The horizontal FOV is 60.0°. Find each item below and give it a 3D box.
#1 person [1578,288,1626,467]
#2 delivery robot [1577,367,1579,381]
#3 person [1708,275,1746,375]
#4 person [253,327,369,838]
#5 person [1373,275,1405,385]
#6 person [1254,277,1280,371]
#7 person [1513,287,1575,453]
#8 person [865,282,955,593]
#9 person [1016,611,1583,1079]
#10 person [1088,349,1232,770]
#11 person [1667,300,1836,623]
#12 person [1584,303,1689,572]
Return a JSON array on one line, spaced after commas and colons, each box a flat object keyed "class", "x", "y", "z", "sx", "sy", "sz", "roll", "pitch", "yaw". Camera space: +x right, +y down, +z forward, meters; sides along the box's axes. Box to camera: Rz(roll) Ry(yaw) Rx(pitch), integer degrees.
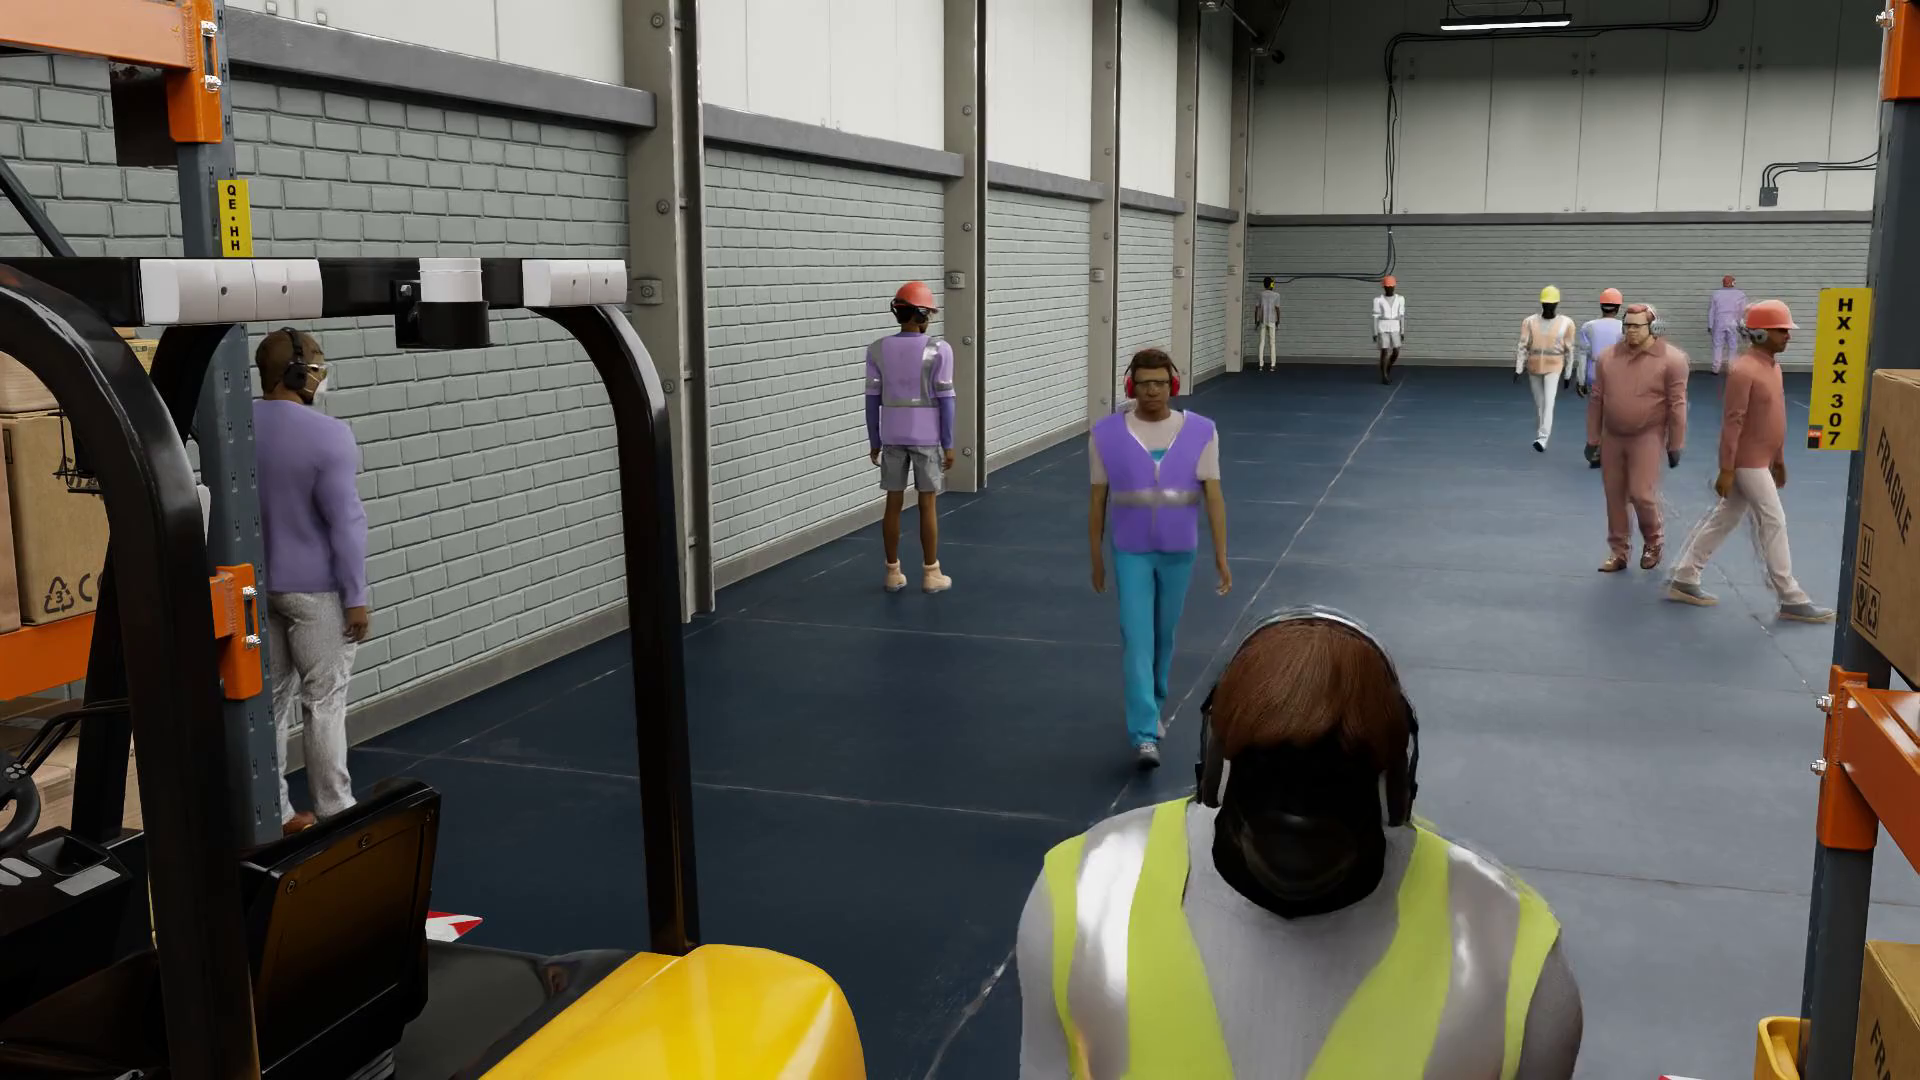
[{"class": "person", "x": 6.889, "y": -1.735, "z": 17.737, "sx": 0.562, "sy": 1.893, "sz": 0.997, "roll": 6, "pitch": 11, "yaw": 31}, {"class": "delivery robot", "x": 10.394, "y": -2.721, "z": 27.282, "sx": 0.477, "sy": 0.478, "sz": 0.707, "roll": 0, "pitch": 10, "yaw": 1}, {"class": "person", "x": 14.594, "y": -4.088, "z": 31.701, "sx": 0.643, "sy": 1.903, "sz": 0.399, "roll": 3, "pitch": 10, "yaw": 19}, {"class": "person", "x": -2.434, "y": 0.197, "z": 6.085, "sx": 0.629, "sy": 1.935, "sz": 0.372, "roll": 3, "pitch": 10, "yaw": 19}, {"class": "person", "x": 7.525, "y": -3.682, "z": 29.203, "sx": 0.578, "sy": 1.922, "sz": 0.450, "roll": 0, "pitch": 10, "yaw": 0}, {"class": "person", "x": 6.101, "y": -4.293, "z": 33.041, "sx": 0.513, "sy": 1.863, "sz": 0.329, "roll": 3, "pitch": 10, "yaw": 19}, {"class": "person", "x": 6.660, "y": -1.941, "z": 18.995, "sx": 0.591, "sy": 1.876, "sz": 0.982, "roll": 6, "pitch": 11, "yaw": 34}, {"class": "person", "x": -0.316, "y": -0.668, "z": 10.930, "sx": 0.609, "sy": 2.036, "sz": 0.402, "roll": 3, "pitch": 10, "yaw": 19}, {"class": "person", "x": 0.369, "y": 0.949, "z": 1.928, "sx": 0.635, "sy": 1.820, "sz": 0.629, "roll": 3, "pitch": 10, "yaw": 17}, {"class": "person", "x": 0.859, "y": 0.068, "z": 7.259, "sx": 0.596, "sy": 1.791, "sz": 0.962, "roll": 0, "pitch": 10, "yaw": -3}, {"class": "person", "x": 4.886, "y": -0.502, "z": 10.236, "sx": 1.010, "sy": 1.945, "sz": 0.631, "roll": 8, "pitch": 12, "yaw": 40}, {"class": "person", "x": 4.661, "y": -0.696, "z": 11.547, "sx": 0.416, "sy": 1.888, "sz": 0.649, "roll": -8, "pitch": 12, "yaw": -40}]
